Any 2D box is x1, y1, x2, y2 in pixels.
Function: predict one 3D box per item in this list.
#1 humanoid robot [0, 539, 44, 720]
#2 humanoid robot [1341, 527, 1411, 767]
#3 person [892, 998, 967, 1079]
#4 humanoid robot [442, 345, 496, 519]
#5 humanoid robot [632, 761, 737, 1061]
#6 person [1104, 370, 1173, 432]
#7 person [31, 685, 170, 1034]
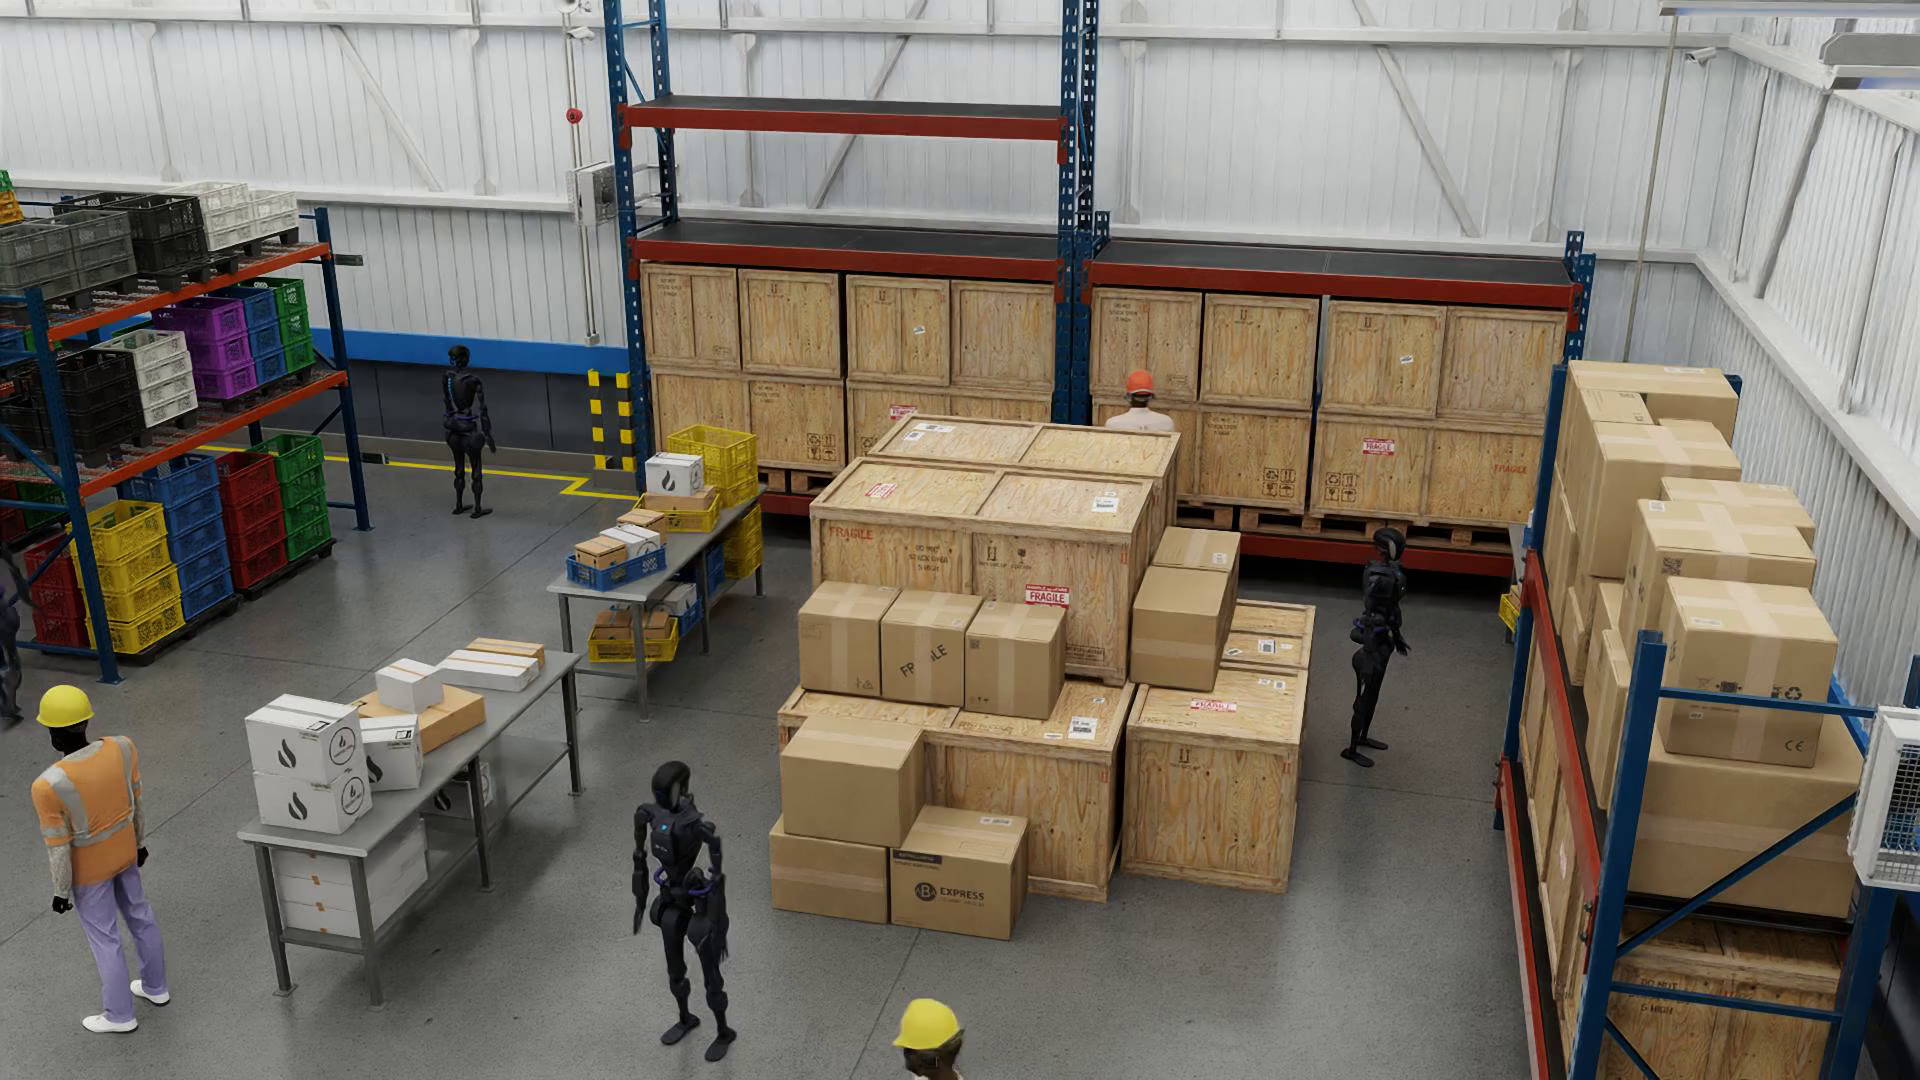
[{"bbox_3d":[-6.860,0.526,11.739,0.663,1.634,0.500,-12,24,-28],"label":"humanoid robot"},{"bbox_3d":[2.829,0.700,11.222,0.326,1.657,0.588,13,25,31],"label":"humanoid robot"},{"bbox_3d":[-0.042,2.549,6.319,0.423,1.732,0.569,-6,22,-16],"label":"person"},{"bbox_3d":[-4.687,-1.039,15.795,0.569,1.653,0.332,13,25,31],"label":"humanoid robot"},{"bbox_3d":[-1.375,1.832,8.276,0.575,1.648,0.356,11,23,26],"label":"humanoid robot"},{"bbox_3d":[1.453,-0.434,13.773,0.610,1.992,0.390,-4,21,-11],"label":"person"},{"bbox_3d":[-4.392,1.624,8.475,0.367,1.927,0.586,7,22,18],"label":"person"}]
